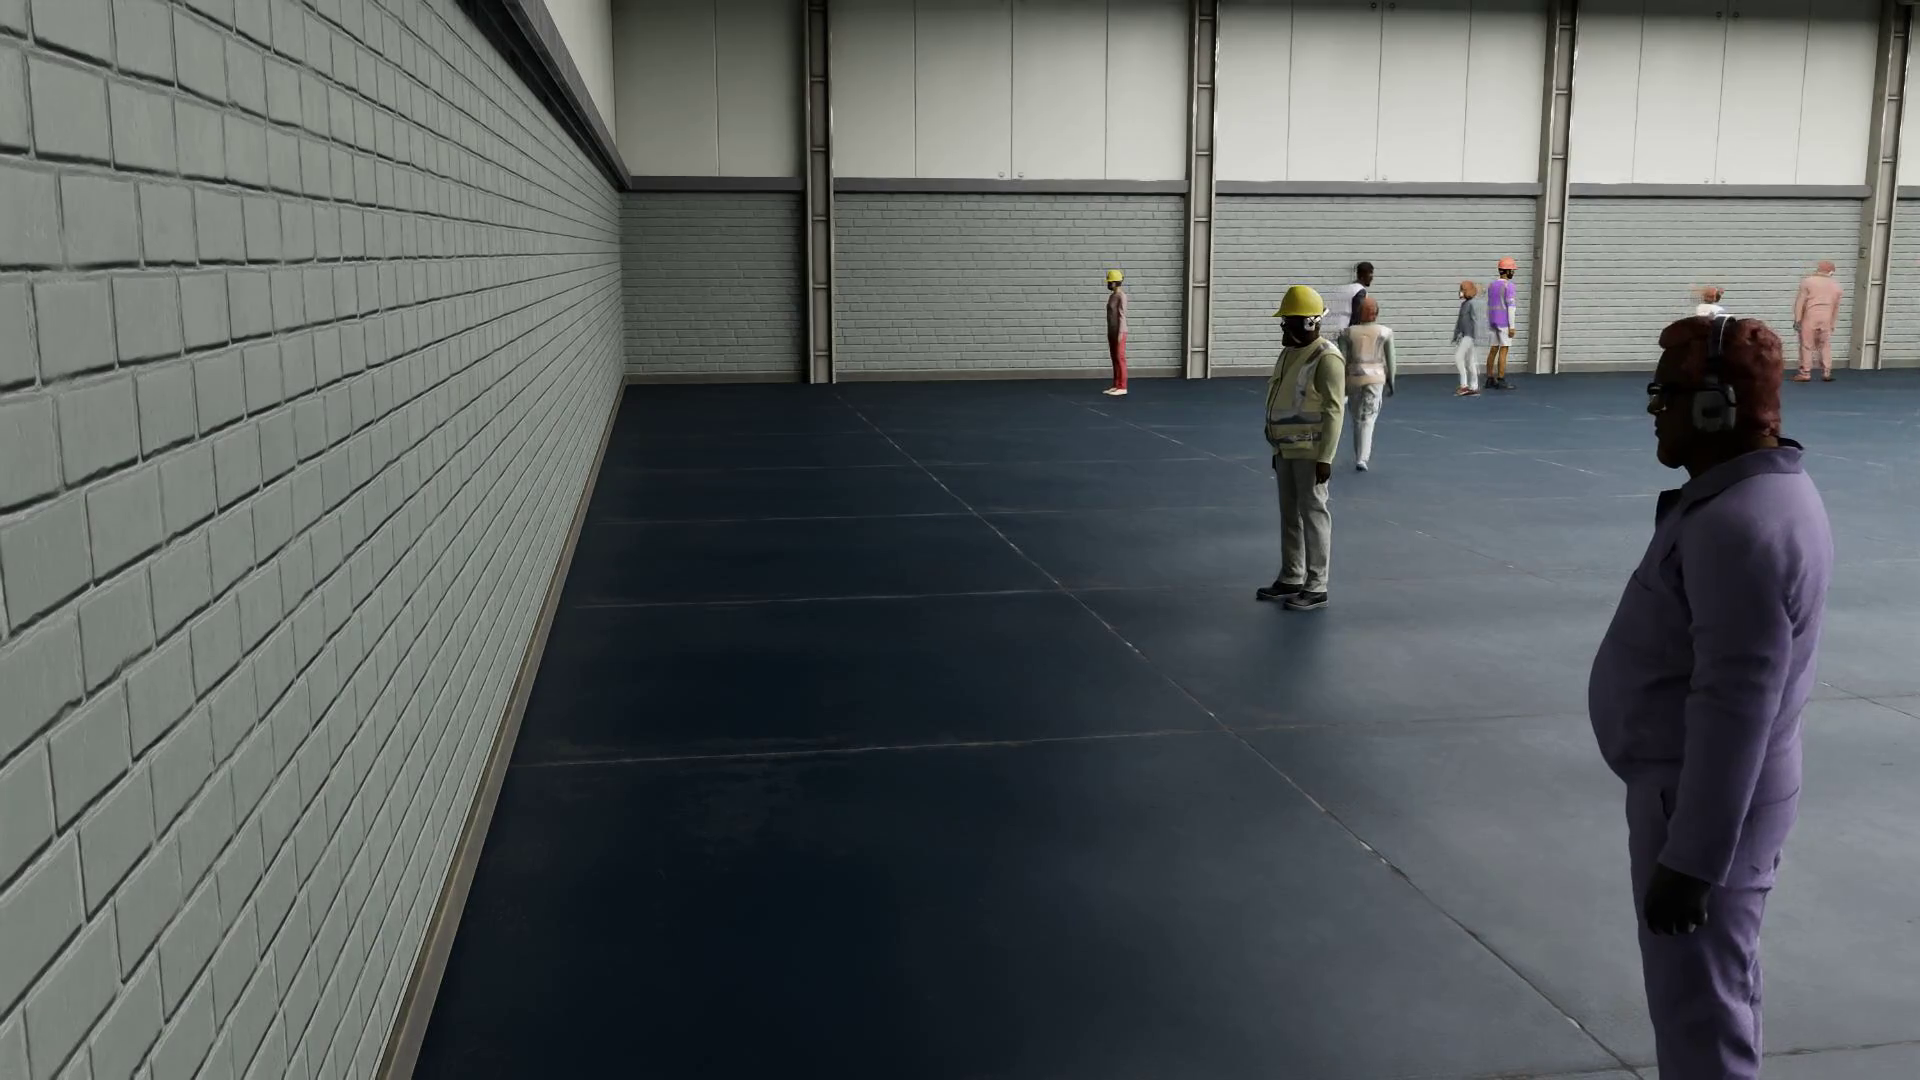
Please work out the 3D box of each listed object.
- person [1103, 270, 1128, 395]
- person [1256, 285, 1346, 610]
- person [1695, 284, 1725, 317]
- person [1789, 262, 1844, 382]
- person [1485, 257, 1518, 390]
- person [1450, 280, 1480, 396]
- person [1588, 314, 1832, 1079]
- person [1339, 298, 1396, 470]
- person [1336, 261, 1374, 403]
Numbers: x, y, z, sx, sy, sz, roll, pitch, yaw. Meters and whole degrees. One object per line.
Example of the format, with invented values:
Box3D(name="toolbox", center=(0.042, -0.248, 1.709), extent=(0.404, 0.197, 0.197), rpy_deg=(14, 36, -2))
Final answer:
Box3D(name="person", center=(2.189, -2.923, 23.489), extent=(0.333, 1.761, 0.525), rpy_deg=(-3, 10, -15))
Box3D(name="person", center=(1.930, -0.521, 9.444), extent=(0.403, 1.830, 0.601), rpy_deg=(-3, 10, -17))
Box3D(name="person", center=(9.329, -2.408, 20.906), extent=(0.586, 1.620, 0.523), rpy_deg=(-2, 10, -13))
Box3D(name="person", center=(13.298, -3.372, 25.788), extent=(0.727, 1.865, 0.434), rpy_deg=(-1, 10, -4))
Box3D(name="person", center=(7.974, -3.175, 24.417), extent=(0.362, 1.935, 0.553), rpy_deg=(-3, 10, -18))
Box3D(name="person", center=(7.068, -2.820, 23.306), extent=(0.538, 1.615, 0.515), rpy_deg=(1, 10, 4))
Box3D(name="person", center=(1.428, 0.519, 3.247), extent=(0.404, 1.904, 0.652), rpy_deg=(5, 11, 29))
Box3D(name="person", center=(3.789, -1.459, 15.538), extent=(0.526, 1.598, 0.862), rpy_deg=(4, 11, 24))
Box3D(name="person", center=(5.256, -2.755, 22.156), extent=(0.469, 1.890, 0.596), rpy_deg=(1, 10, 4))
